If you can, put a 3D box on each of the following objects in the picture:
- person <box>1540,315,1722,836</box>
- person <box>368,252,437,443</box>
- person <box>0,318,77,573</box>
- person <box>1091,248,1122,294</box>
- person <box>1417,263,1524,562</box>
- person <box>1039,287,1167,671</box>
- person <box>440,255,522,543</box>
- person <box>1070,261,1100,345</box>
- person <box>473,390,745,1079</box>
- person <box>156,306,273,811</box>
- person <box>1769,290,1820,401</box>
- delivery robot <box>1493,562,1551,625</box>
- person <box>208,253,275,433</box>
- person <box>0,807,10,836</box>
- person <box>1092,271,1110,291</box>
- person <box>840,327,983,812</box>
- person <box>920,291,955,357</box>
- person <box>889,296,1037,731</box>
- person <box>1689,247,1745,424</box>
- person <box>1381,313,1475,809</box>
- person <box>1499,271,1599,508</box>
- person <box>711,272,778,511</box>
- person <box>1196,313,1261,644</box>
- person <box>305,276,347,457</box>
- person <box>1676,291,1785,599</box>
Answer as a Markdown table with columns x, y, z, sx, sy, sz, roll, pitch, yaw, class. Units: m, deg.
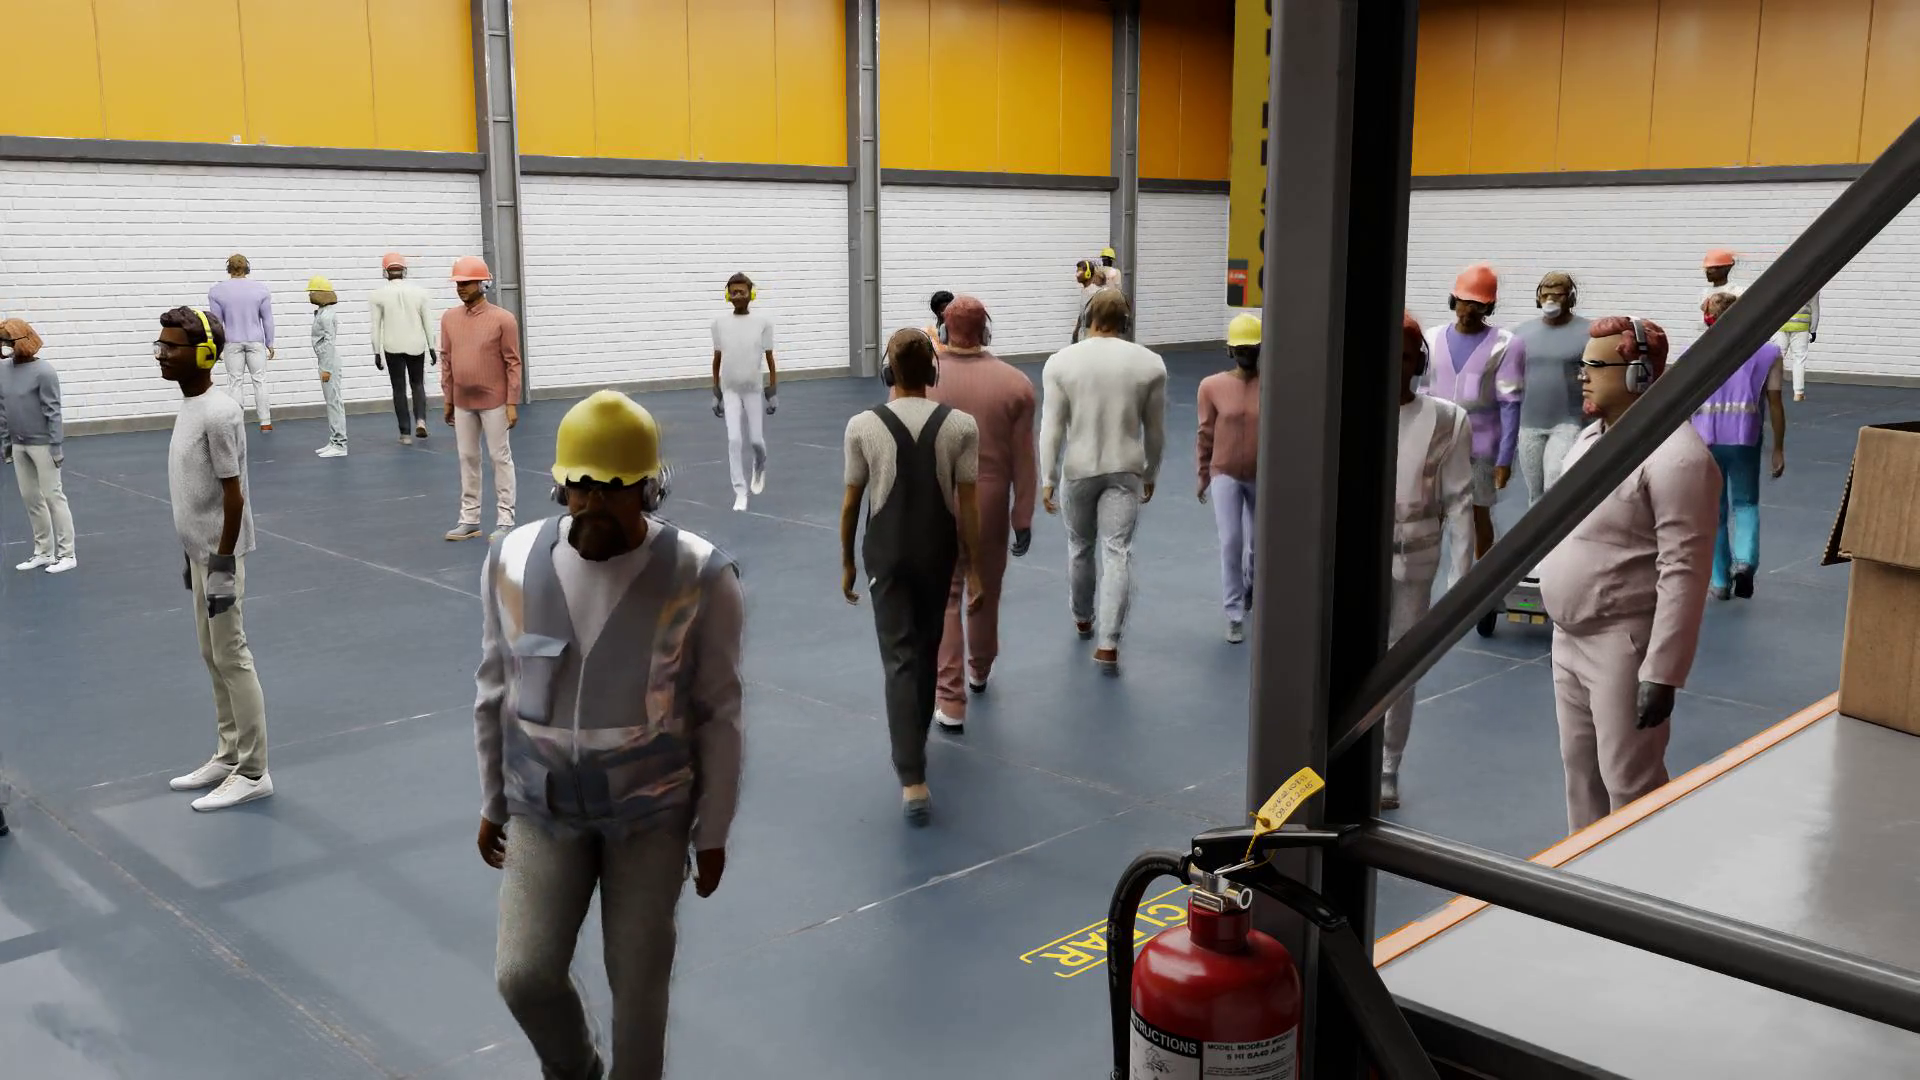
| x | y | z | sx | sy | sz | roll | pitch | yaw | class |
| --- | --- | --- | --- | --- | --- | --- | --- | --- | --- |
| 1.878 | 0.308 | 4.833 | 0.404 | 1.906 | 0.652 | -1 | 10 | -5 | person |
| -5.754 | -1.980 | 17.171 | 0.627 | 1.953 | 0.575 | -5 | 12 | -28 | person |
| -5.866 | -0.592 | 10.528 | 0.496 | 1.624 | 0.311 | 4 | 11 | 23 | person |
| 2.458 | -3.935 | 27.939 | 0.585 | 1.917 | 0.381 | 6 | 12 | 29 | person |
| 2.772 | -0.525 | 9.174 | 0.627 | 1.973 | 1.087 | 8 | 13 | 37 | person |
| 0.720 | -0.332 | 8.418 | 0.646 | 1.871 | 1.060 | 0 | 10 | 1 | person |
| -3.339 | -0.970 | 11.558 | 0.612 | 1.994 | 0.395 | 3 | 11 | 18 | person |
| 1.548 | -2.523 | 20.527 | 0.986 | 1.808 | 0.538 | -2 | 11 | -10 | person |
| -0.767 | 0.577 | 3.622 | 0.605 | 1.811 | 0.424 | 1 | 10 | 3 | person |
| -2.820 | 0.068 | 6.229 | 0.328 | 1.876 | 0.514 | -8 | 13 | -36 | person |
| 10.758 | -2.722 | 21.529 | 0.634 | 1.842 | 0.429 | 6 | 12 | 28 | person |
| 3.106 | 0.181 | 8.957 | 0.477 | 0.478 | 0.707 | 5 | 12 | 27 | delivery robot |
| -7.689 | -2.097 | 17.860 | 0.630 | 1.940 | 0.372 | -4 | 11 | -22 | person |
| -3.697 | 0.123 | 5.900 | 0.583 | 1.893 | 0.632 | -3 | 11 | -16 | person |
| 2.115 | -3.301 | 25.356 | 0.542 | 1.583 | 0.877 | 9 | 14 | 40 | person |
| -0.190 | 0.088 | 6.364 | 0.524 | 1.791 | 1.013 | -1 | 10 | -8 | person |
| -0.088 | -1.187 | 13.606 | 0.557 | 1.667 | 0.720 | -6 | 12 | -30 | person |
| -0.009 | -0.148 | 7.428 | 0.667 | 1.859 | 0.963 | -1 | 10 | -4 | person |
| 7.441 | -1.845 | 16.256 | 0.854 | 2.022 | 0.614 | -3 | 11 | -16 | person |
| 1.518 | 0.134 | 5.934 | 0.606 | 1.848 | 0.871 | 3 | 11 | 13 | person |
| 3.547 | -0.657 | 10.071 | 0.671 | 1.910 | 0.769 | 9 | 14 | 40 | person |
| -1.704 | -1.178 | 13.108 | 0.517 | 1.848 | 0.694 | 0 | 10 | -2 | person |
| 1.535 | -0.362 | 8.980 | 0.529 | 1.735 | 0.788 | 1 | 10 | 6 | person |
| -6.142 | -1.678 | 16.108 | 0.295 | 1.744 | 0.484 | -4 | 11 | -23 | person |
| 4.465 | -0.532 | 9.688 | 0.621 | 1.811 | 0.489 | 4 | 11 | 21 | person |
